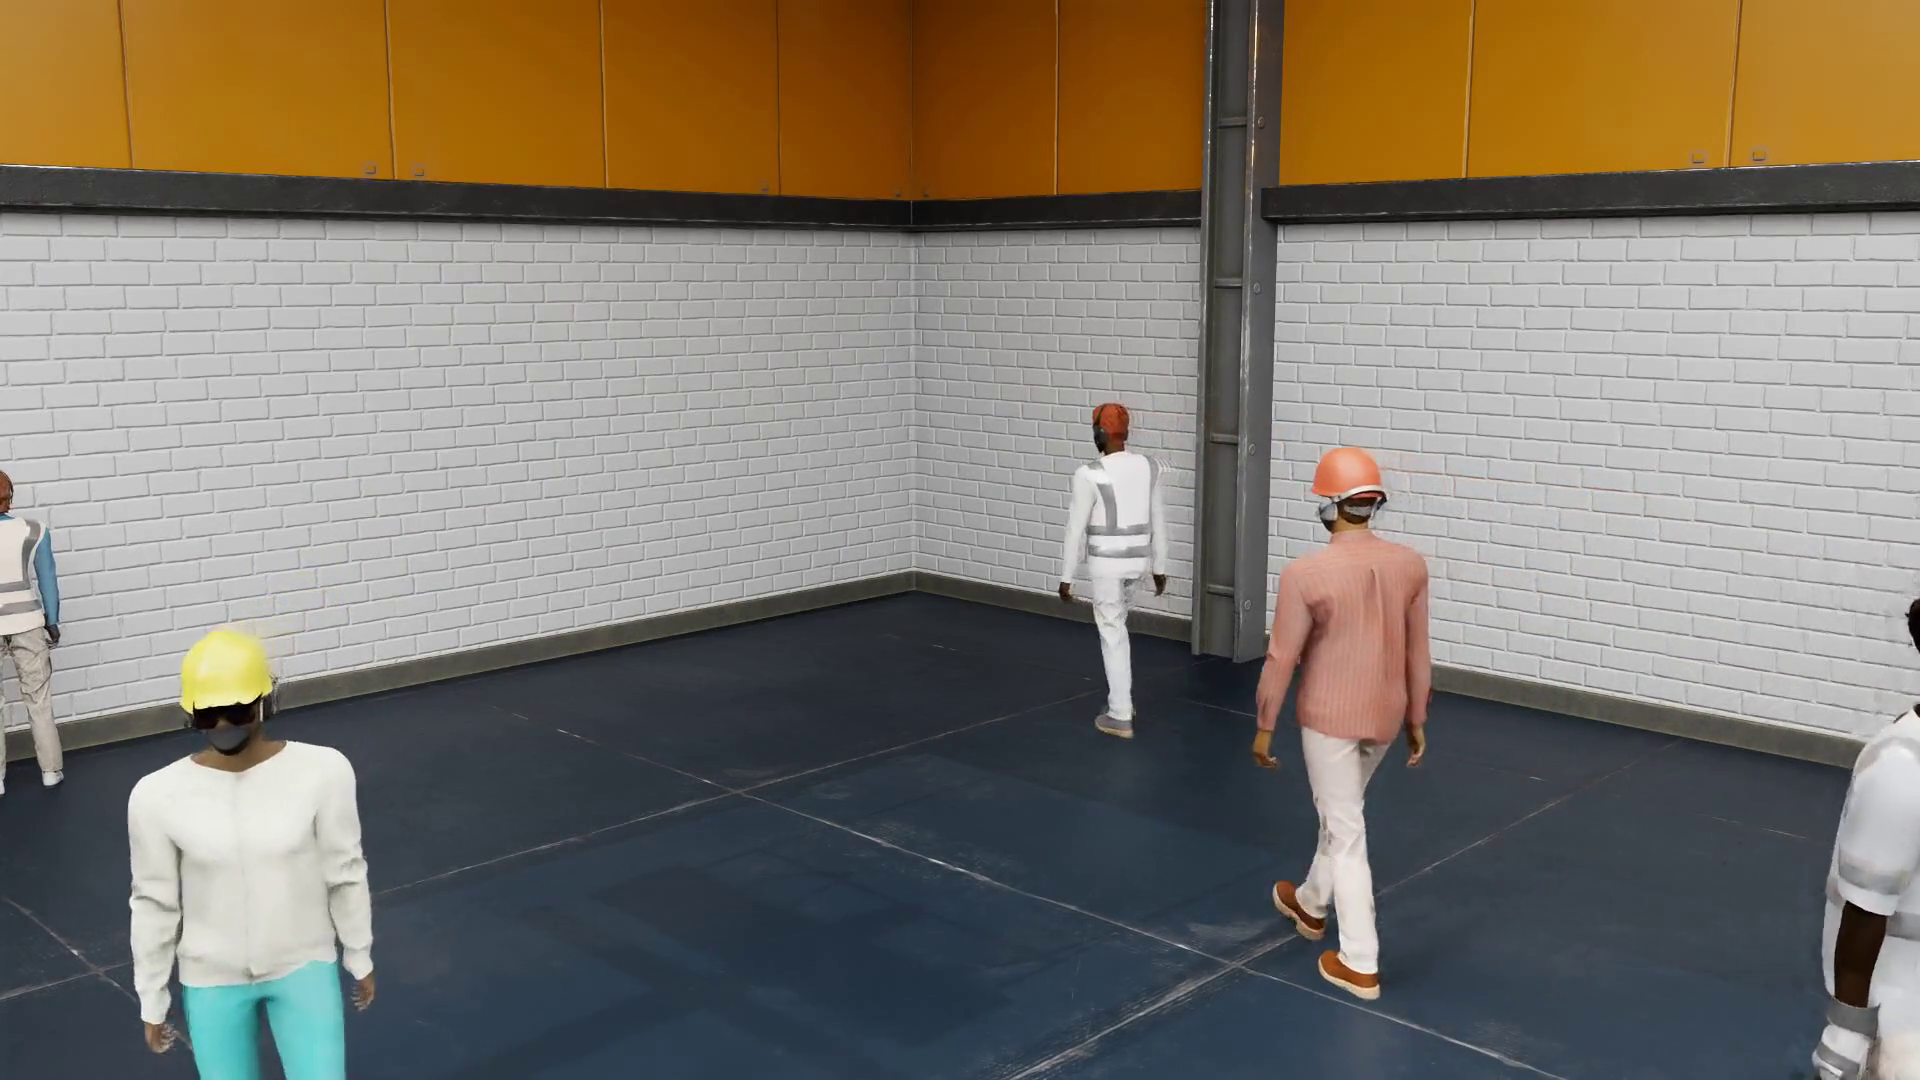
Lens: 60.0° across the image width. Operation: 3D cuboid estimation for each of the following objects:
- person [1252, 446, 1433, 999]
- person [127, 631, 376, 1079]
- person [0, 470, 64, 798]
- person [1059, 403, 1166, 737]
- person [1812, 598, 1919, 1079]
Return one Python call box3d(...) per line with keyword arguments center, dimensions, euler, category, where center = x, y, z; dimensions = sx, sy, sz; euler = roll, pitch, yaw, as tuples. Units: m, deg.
box3d(center=(1.338, 0.629, 6.180), dimensions=(0.647, 1.960, 0.905), euler=(-4, 10, -25), category="person")
box3d(center=(-1.727, 1.077, 4.081), dimensions=(0.550, 1.751, 0.365), euler=(-3, 10, -19), category="person")
box3d(center=(-4.740, 0.456, 8.240), dimensions=(0.517, 1.639, 0.313), euler=(-7, 11, -35), category="person")
box3d(center=(0.826, 0.161, 9.344), dimensions=(0.623, 1.865, 0.562), euler=(-6, 11, -33), category="person")
box3d(center=(2.285, 1.033, 3.867), dimensions=(0.990, 1.910, 0.628), euler=(7, 12, 38), category="person")
